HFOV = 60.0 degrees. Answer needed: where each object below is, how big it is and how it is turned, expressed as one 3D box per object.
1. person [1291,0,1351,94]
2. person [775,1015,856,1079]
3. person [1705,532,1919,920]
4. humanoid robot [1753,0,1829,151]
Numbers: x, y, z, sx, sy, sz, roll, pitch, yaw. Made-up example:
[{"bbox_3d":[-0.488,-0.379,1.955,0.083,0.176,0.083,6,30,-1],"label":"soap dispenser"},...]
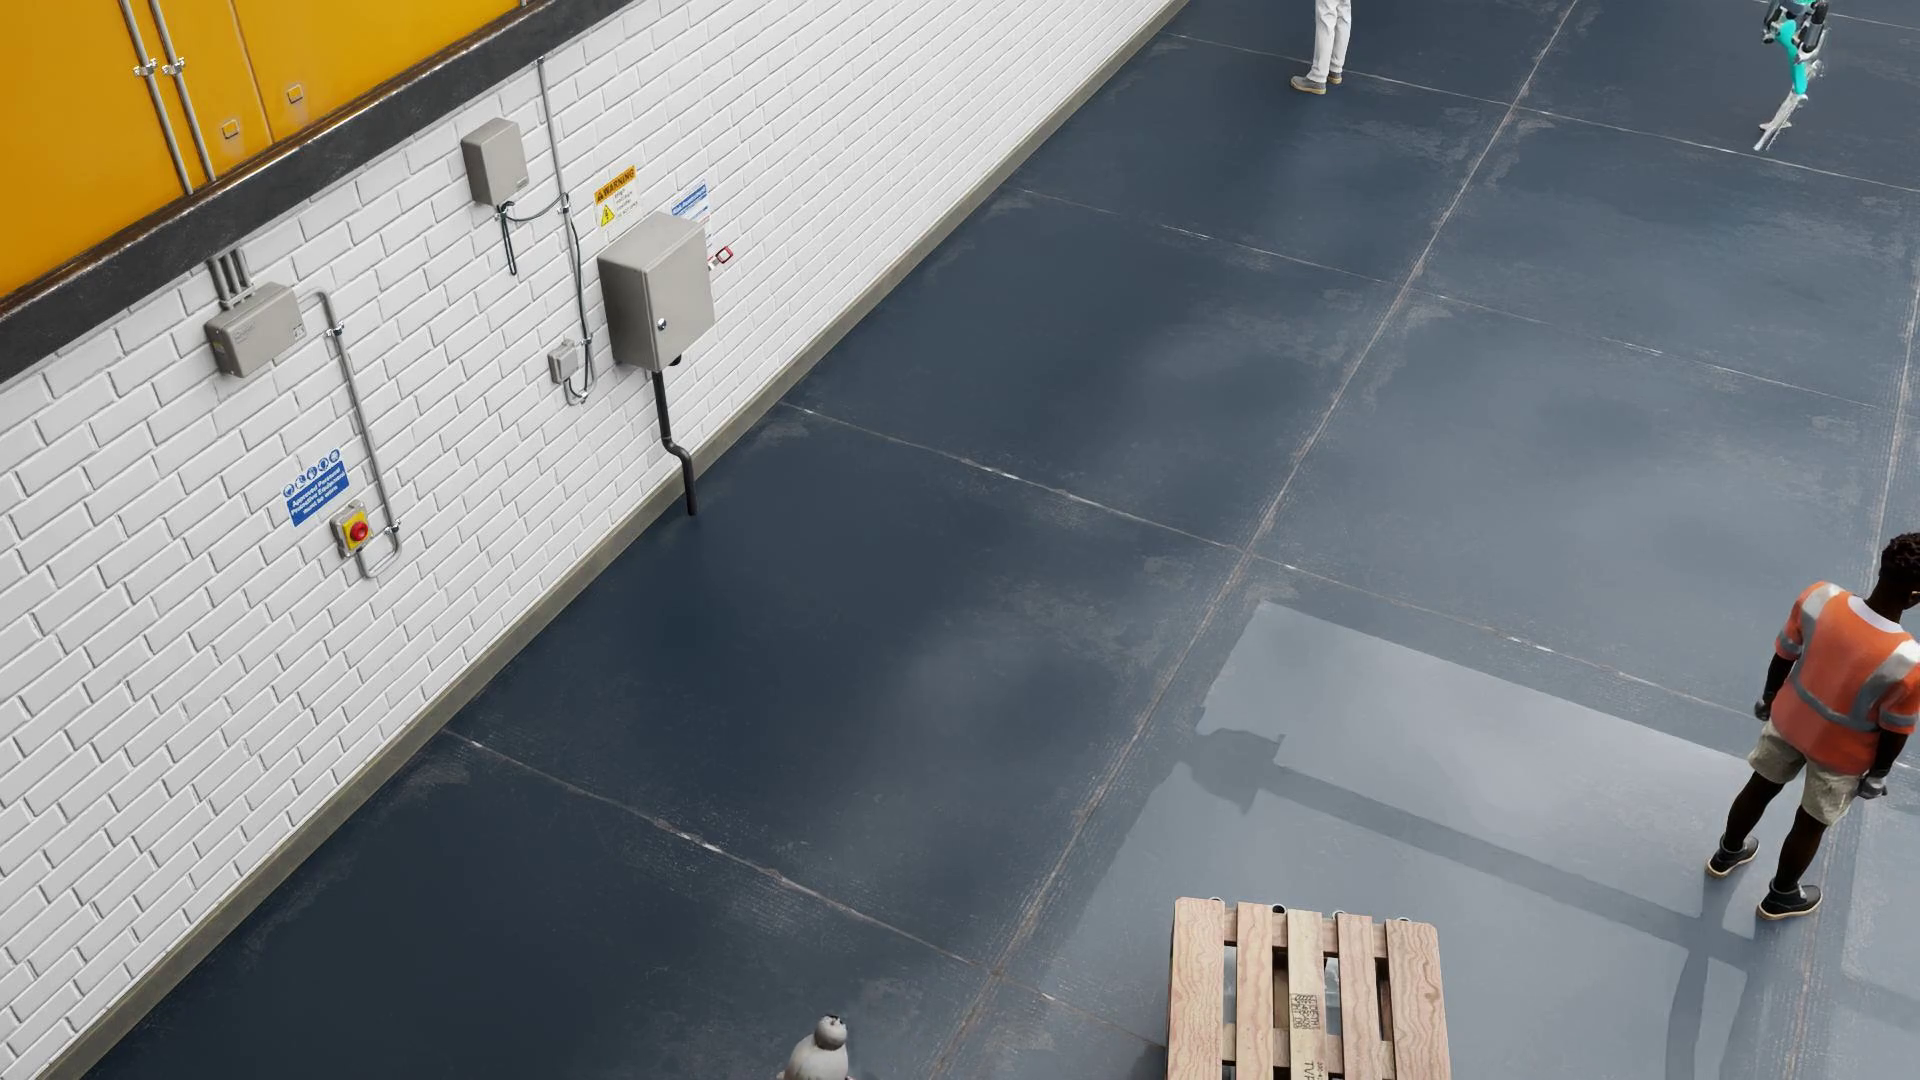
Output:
[{"bbox_3d":[2.853,-4.330,12.624,0.356,1.882,0.573,31,50,31],"label":"person"},{"bbox_3d":[-0.338,2.049,5.289,0.496,1.801,0.860,16,43,17],"label":"person"},{"bbox_3d":[3.476,0.759,6.666,0.387,1.957,0.603,-19,44,-20],"label":"person"},{"bbox_3d":[6.123,-3.660,11.980,0.825,1.799,0.542,-10,42,-12],"label":"humanoid robot"}]
